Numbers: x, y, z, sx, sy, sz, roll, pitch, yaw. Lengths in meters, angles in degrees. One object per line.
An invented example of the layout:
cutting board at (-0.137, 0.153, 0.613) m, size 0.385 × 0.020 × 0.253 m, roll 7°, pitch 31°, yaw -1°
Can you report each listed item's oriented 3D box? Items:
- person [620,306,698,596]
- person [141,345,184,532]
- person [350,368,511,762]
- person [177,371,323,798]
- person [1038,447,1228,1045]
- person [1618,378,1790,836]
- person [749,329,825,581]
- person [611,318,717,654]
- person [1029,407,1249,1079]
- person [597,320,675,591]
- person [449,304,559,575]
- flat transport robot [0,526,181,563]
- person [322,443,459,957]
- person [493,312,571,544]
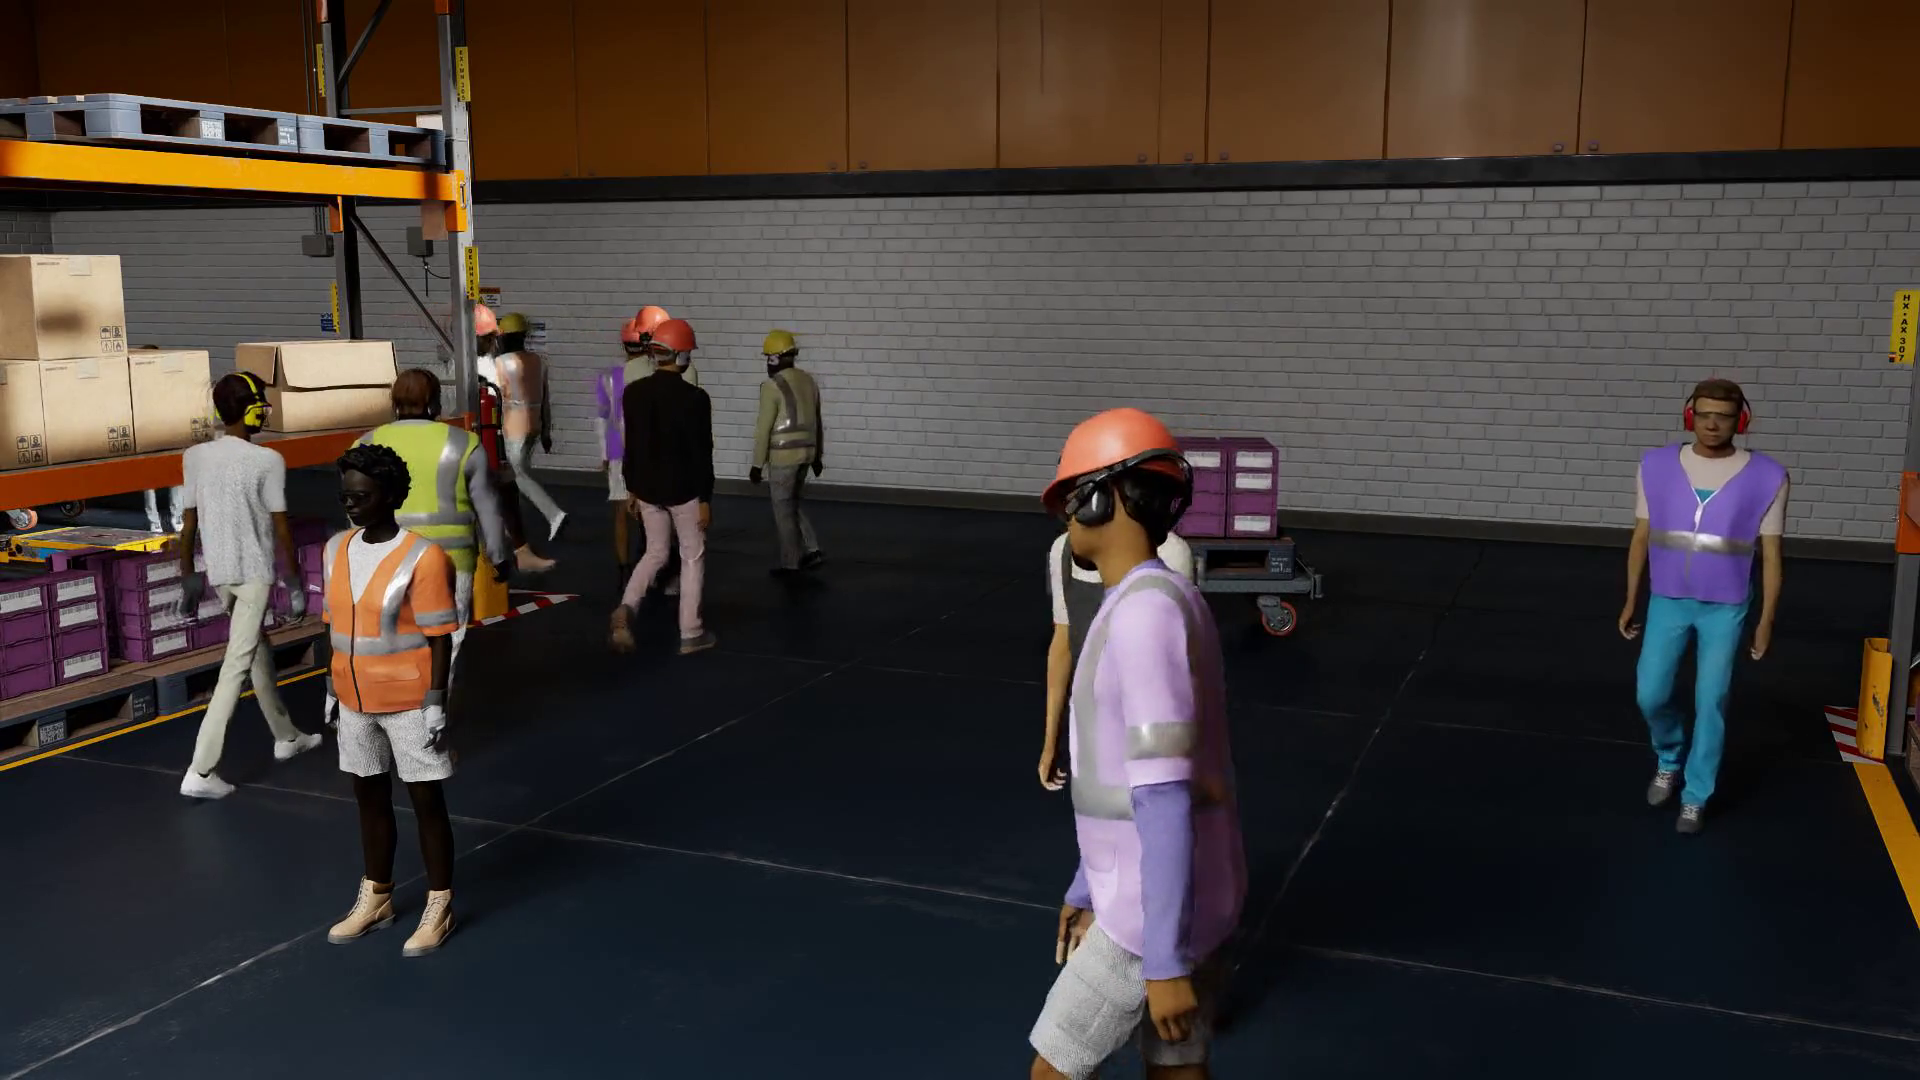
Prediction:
person at (-2.083, -0.611, 11.485) m, size 0.613 × 1.994 × 0.382 m, roll 4°, pitch 10°, yaw 22°
person at (-6.739, -0.837, 14.000) m, size 0.557 × 1.612 × 0.458 m, roll -7°, pitch 12°, yaw -36°
person at (-2.440, 0.105, 7.741) m, size 0.643 × 1.798 × 0.948 m, roll 0°, pitch 9°, yaw 2°
person at (-3.145, 0.182, 7.273) m, size 0.513 × 1.816 × 1.002 m, roll 3°, pitch 10°, yaw 17°
person at (0.469, 0.582, 4.791) m, size 0.413 × 1.819 × 0.555 m, roll -8°, pitch 12°, yaw -39°
person at (2.960, 0.264, 6.664) m, size 0.602 × 1.831 × 0.444 m, roll 6°, pitch 11°, yaw 33°
person at (-1.250, -0.604, 11.991) m, size 0.433 × 1.812 × 0.631 m, roll 5°, pitch 11°, yaw 27°
person at (-1.699, -0.282, 9.555) m, size 0.624 × 1.971 × 0.720 m, roll 4°, pitch 10°, yaw 25°
person at (0.319, 0.736, 3.382) m, size 0.741 × 1.976 × 0.705 m, roll 3°, pitch 10°, yaw 18°
person at (-2.298, -0.620, 11.856) m, size 0.571 × 1.883 × 0.983 m, roll 0°, pitch 9°, yaw 3°
person at (-3.306, -0.674, 11.859) m, size 0.906 × 1.995 × 0.648 m, roll 1°, pitch 9°, yaw 4°
flat transport robot at (-6.591, 0.058, 12.639) m, size 1.431 × 0.197 × 0.652 m, roll 4°, pitch 10°, yaw 22°
person at (-1.893, 0.524, 5.505) m, size 0.536 × 1.697 × 0.318 m, roll 4°, pitch 10°, yaw 22°
person at (-3.569, -0.921, 13.679) m, size 0.871 × 1.899 × 0.602 m, roll 4°, pitch 10°, yaw 24°
